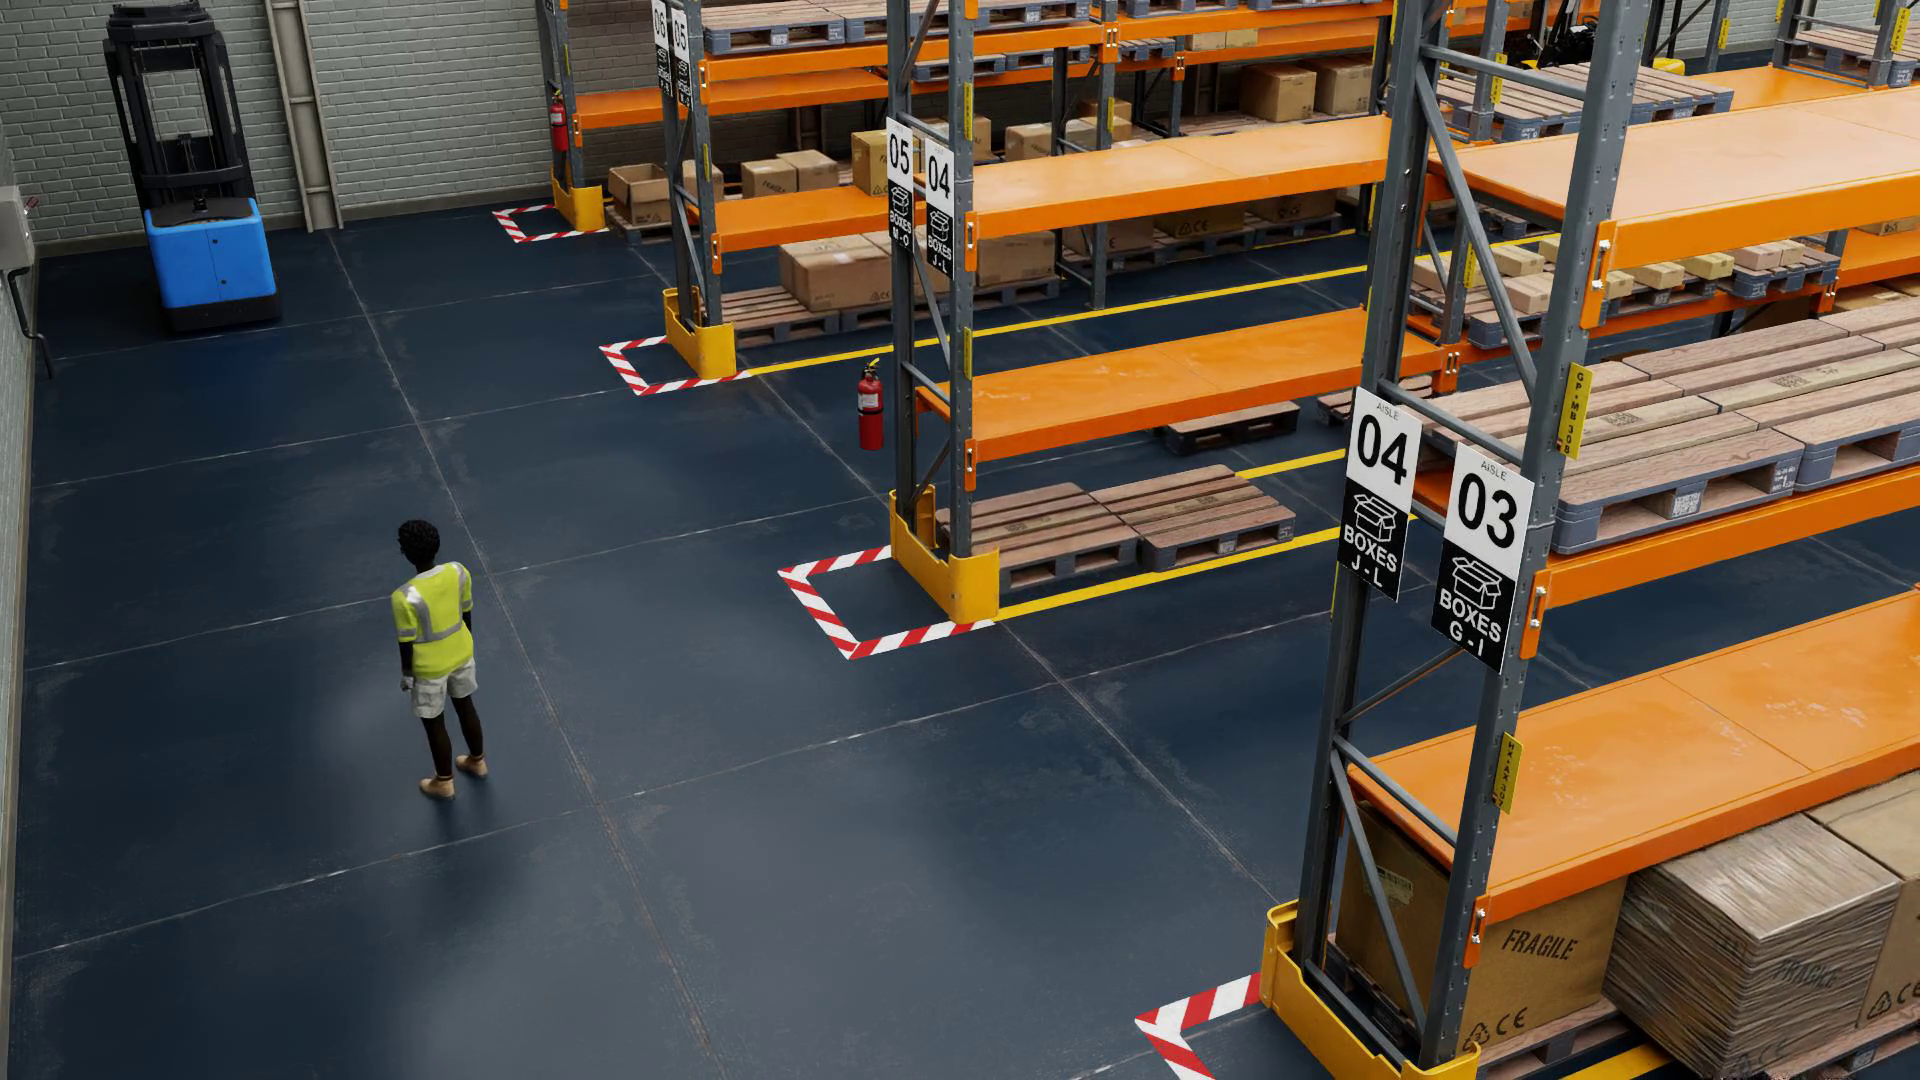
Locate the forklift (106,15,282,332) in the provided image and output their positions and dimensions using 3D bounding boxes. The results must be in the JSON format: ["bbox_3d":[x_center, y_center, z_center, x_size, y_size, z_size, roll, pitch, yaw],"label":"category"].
[{"bbox_3d":[-7.548,-3.672,16.323,1.129,2.768,1.873,-12,30,-22],"label":"forklift"}]

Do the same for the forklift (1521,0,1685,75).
[{"bbox_3d":[8.950,-6.807,23.056,1.214,2.155,2.313,-12,30,-22],"label":"forklift"}]

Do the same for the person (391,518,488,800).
[{"bbox_3d":[-2.905,0.662,9.294,0.320,1.686,0.537,15,31,26],"label":"person"}]
